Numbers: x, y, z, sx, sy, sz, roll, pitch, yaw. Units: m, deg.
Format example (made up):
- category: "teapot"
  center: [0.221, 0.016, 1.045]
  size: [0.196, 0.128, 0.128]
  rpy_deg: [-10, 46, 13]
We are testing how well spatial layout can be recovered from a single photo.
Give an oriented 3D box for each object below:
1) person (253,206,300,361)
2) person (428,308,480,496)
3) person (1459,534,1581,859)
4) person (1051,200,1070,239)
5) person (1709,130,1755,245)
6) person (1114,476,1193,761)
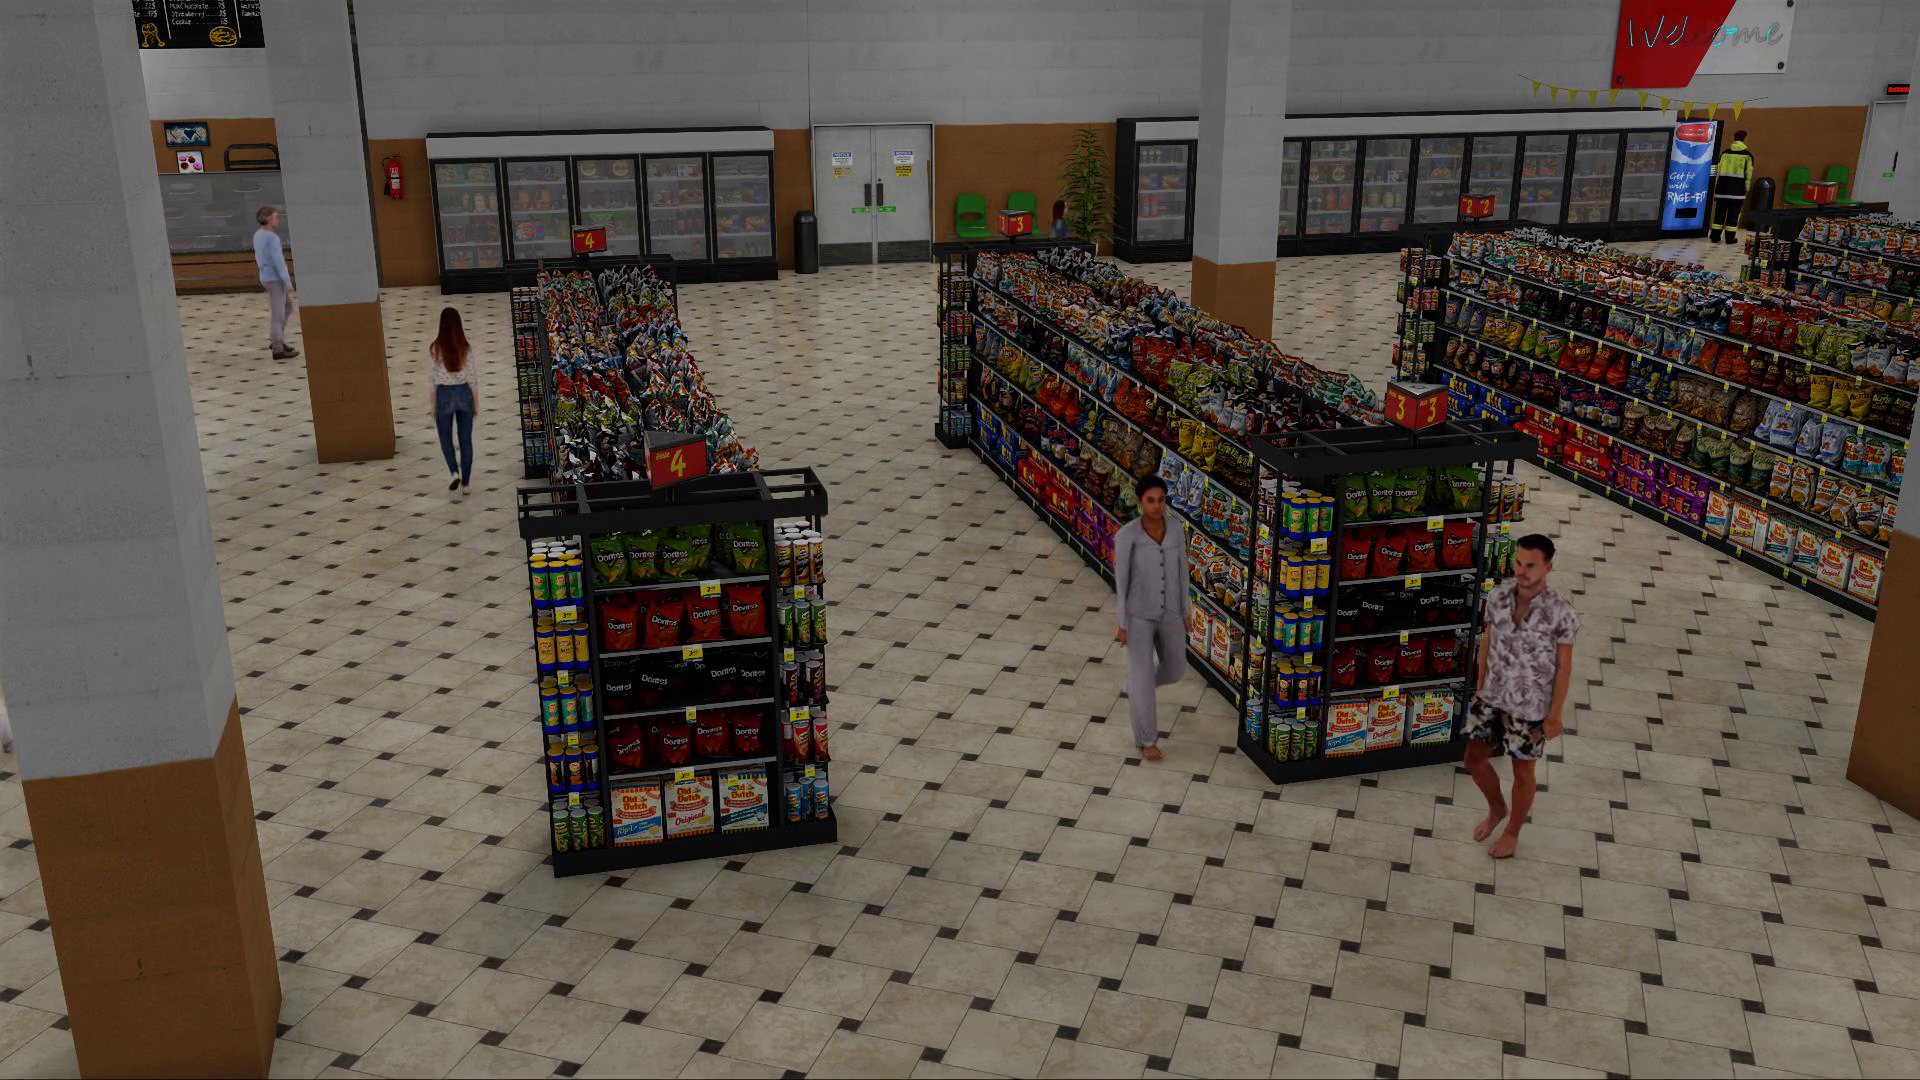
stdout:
- category: "person"
  center: [-8.533, -3.151, 20.475]
  size: [0.852, 1.880, 0.713]
  rpy_deg: [-13, 23, -35]
- category: "person"
  center: [-4.557, -1.219, 15.003]
  size: [0.594, 1.715, 0.655]
  rpy_deg: [-6, 19, -17]
- category: "person"
  center: [3.011, 0.805, 8.859]
  size: [0.869, 1.805, 0.761]
  rpy_deg: [-17, 25, -41]
- category: "person"
  center: [1.404, -4.209, 24.276]
  size: [0.859, 1.456, 0.962]
  rpy_deg: [2, 19, 7]
- category: "person"
  center: [13.755, -6.304, 29.667]
  size: [0.817, 1.981, 0.921]
  rpy_deg: [15, 24, 37]
- category: "person"
  center: [1.139, 0.428, 10.110]
  size: [0.684, 1.721, 0.904]
  rpy_deg: [-6, 20, -18]
